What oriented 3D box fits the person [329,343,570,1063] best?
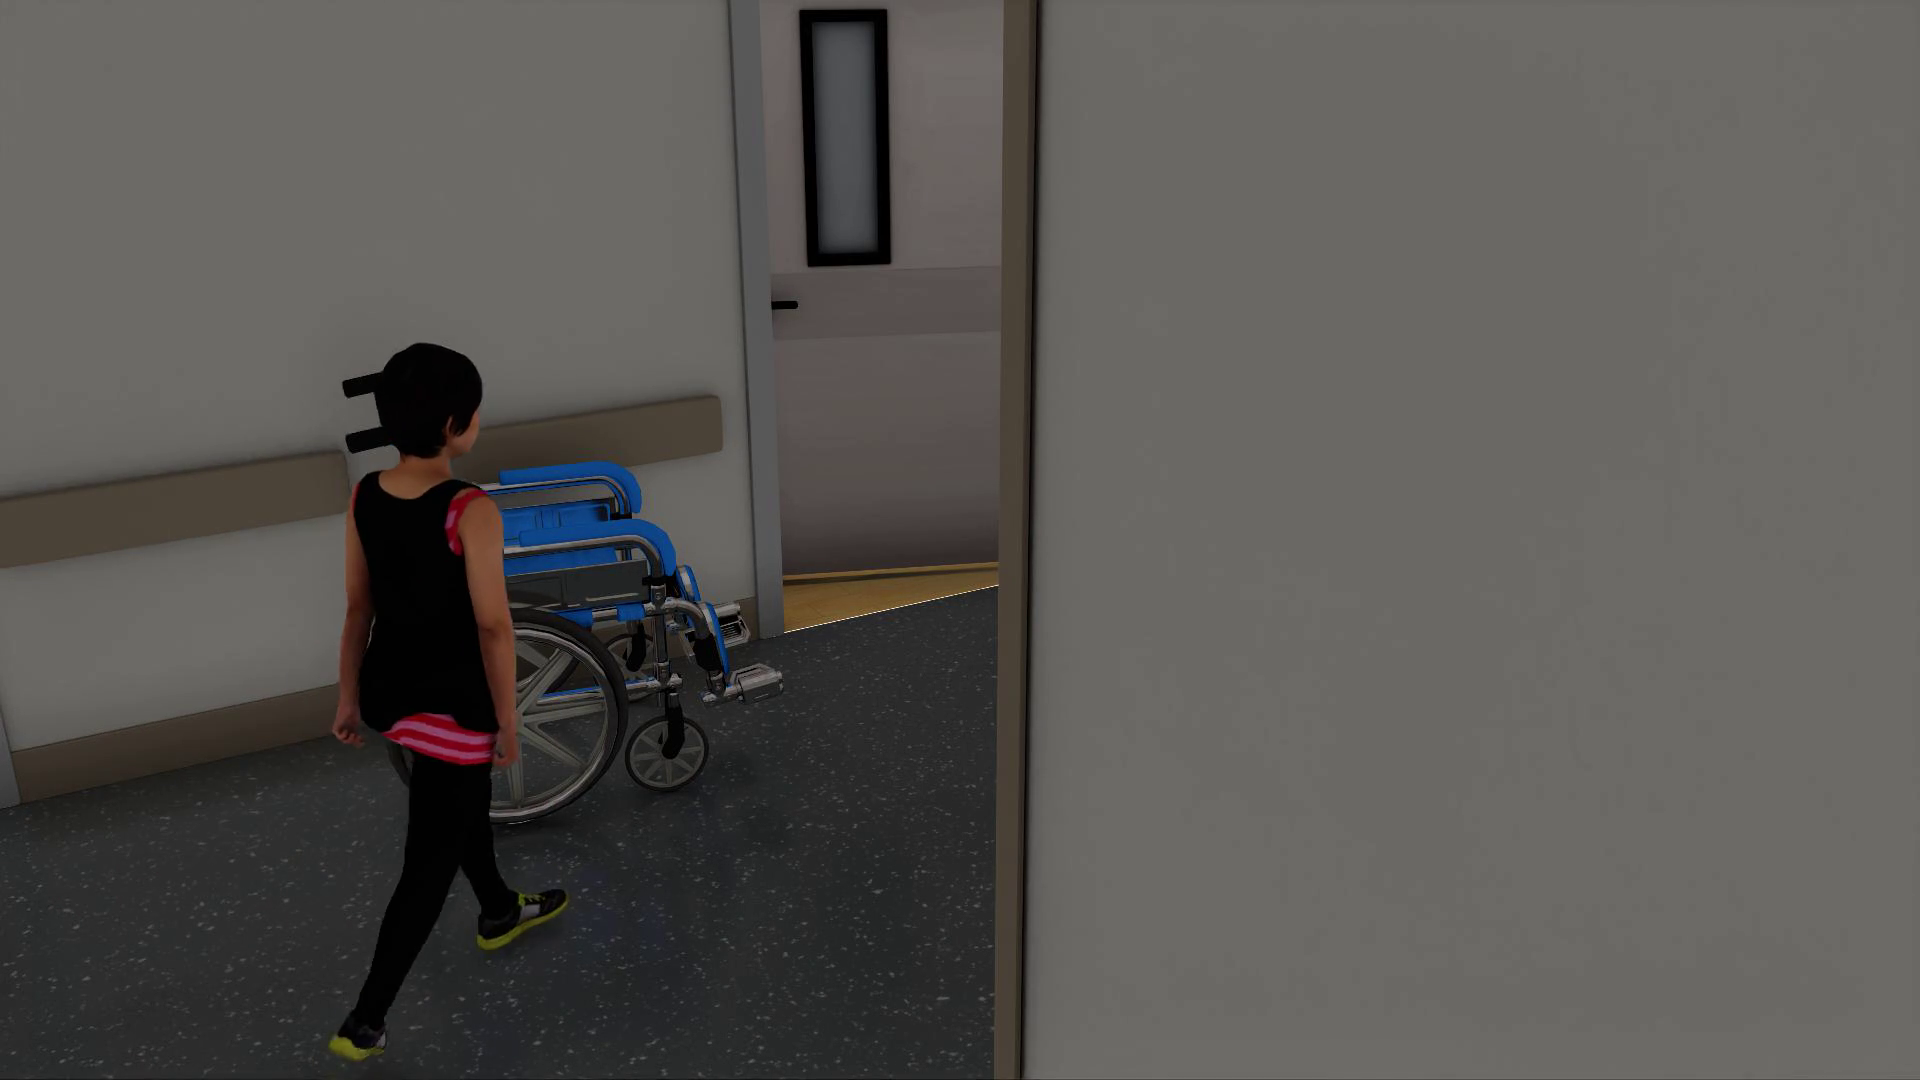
[{"bbox_3d":[-1.185,0.381,3.550,0.930,1.515,1.117,9,23,23],"label":"person"}]
